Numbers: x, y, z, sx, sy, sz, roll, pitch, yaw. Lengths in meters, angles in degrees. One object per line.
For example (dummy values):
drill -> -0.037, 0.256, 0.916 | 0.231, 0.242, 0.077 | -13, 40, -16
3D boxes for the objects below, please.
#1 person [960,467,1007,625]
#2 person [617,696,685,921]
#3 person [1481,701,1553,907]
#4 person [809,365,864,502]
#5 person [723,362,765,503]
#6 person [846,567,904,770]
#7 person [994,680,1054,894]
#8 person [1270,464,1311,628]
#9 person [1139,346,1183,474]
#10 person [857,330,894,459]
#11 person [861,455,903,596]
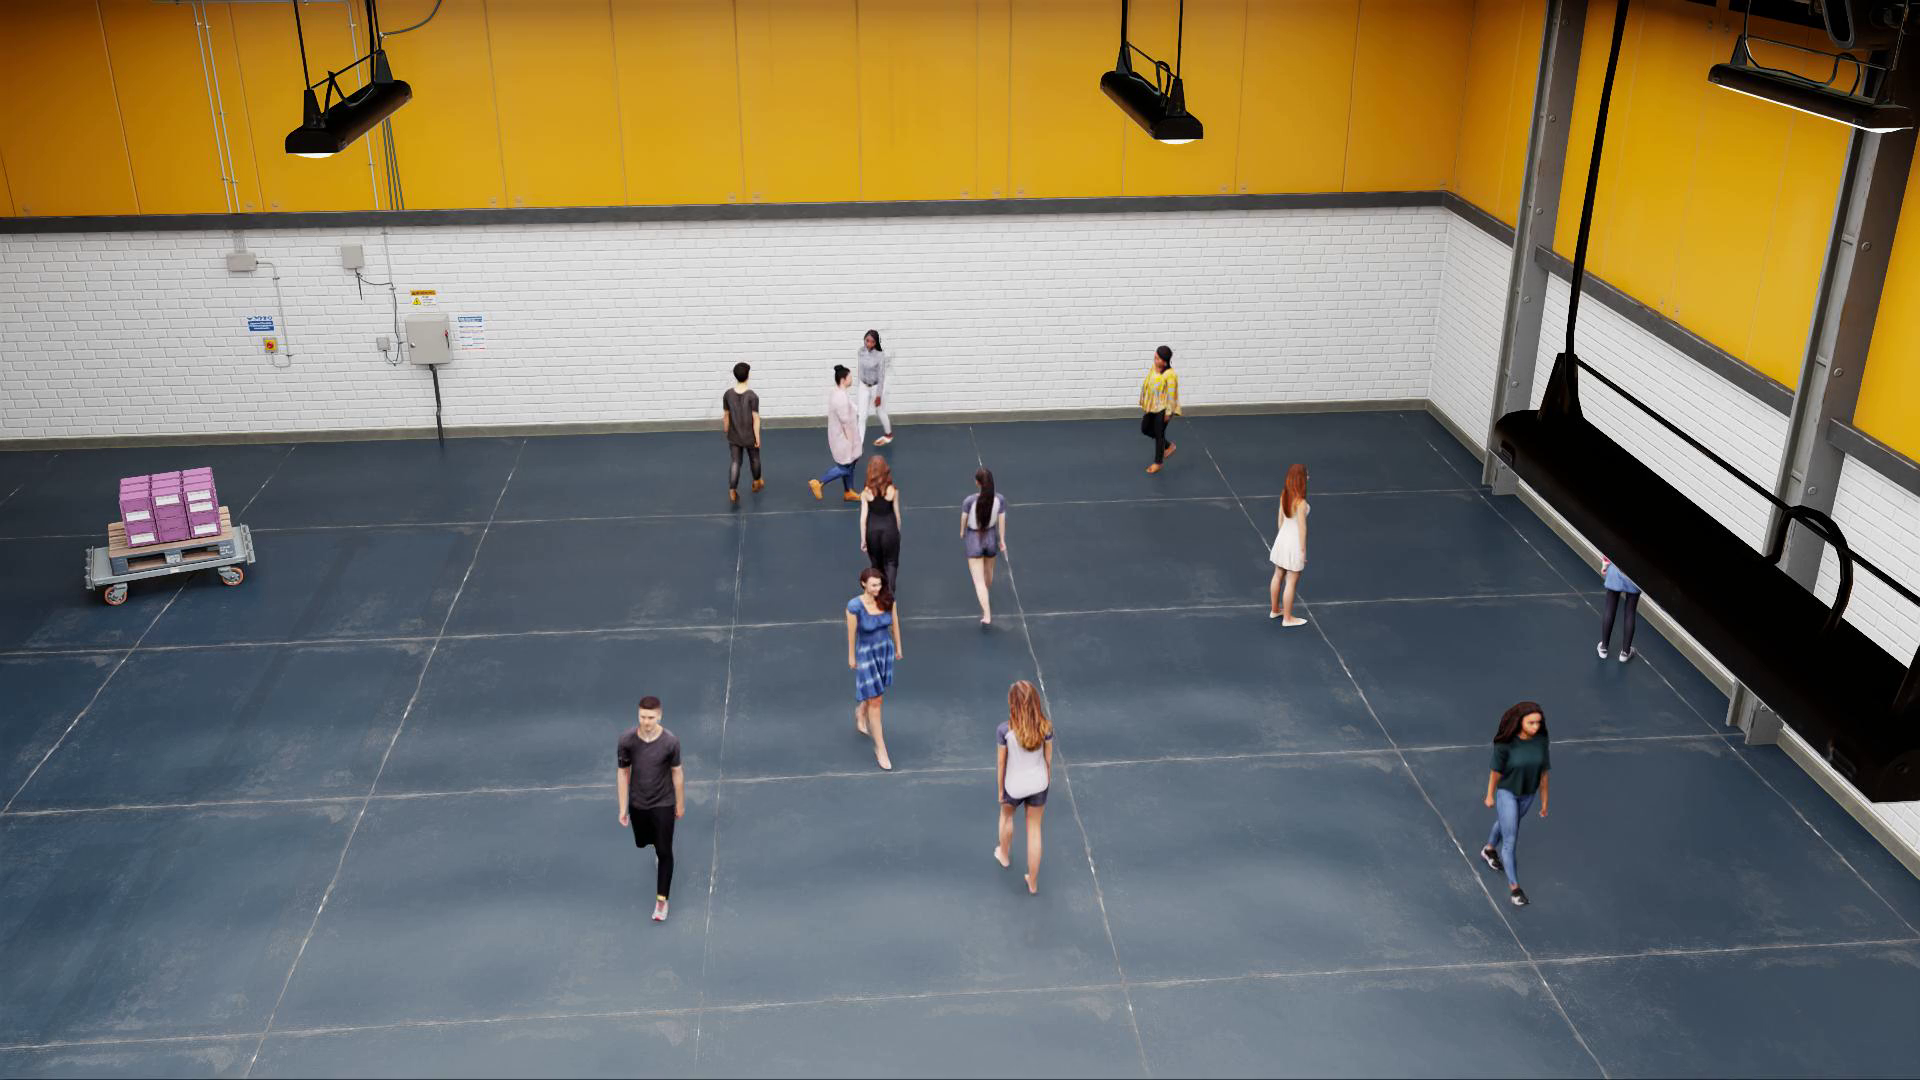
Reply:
person -> 0.242, 0.095, 16.896 | 0.771, 1.602, 1.126 | -7, 25, -16
person -> -2.301, 1.931, 12.519 | 0.755, 1.744, 1.094 | 1, 24, 3
person -> 4.226, 1.921, 12.759 | 0.657, 1.570, 1.090 | -4, 24, -10
person -> -1.464, -1.226, 19.763 | 0.768, 1.727, 0.851 | -4, 24, -8
person -> -2.621, -1.246, 19.865 | 0.875, 1.682, 1.142 | 5, 24, 12
person -> -0.780, 1.039, 14.515 | 0.941, 1.781, 1.109 | -15, 28, -31
person -> 0.516, 1.914, 12.607 | 0.633, 1.705, 0.819 | -3, 24, -7
person -> 3.351, 0.040, 16.891 | 0.680, 1.708, 0.565 | -9, 25, -21
person -> 2.564, -1.654, 20.847 | 0.899, 1.643, 0.848 | -11, 26, -24
person -> -1.099, -1.900, 21.390 | 1.080, 1.658, 1.259 | 16, 28, 32
person -> -0.792, 0.002, 16.949 | 0.585, 1.731, 0.817 | -1, 24, -3
